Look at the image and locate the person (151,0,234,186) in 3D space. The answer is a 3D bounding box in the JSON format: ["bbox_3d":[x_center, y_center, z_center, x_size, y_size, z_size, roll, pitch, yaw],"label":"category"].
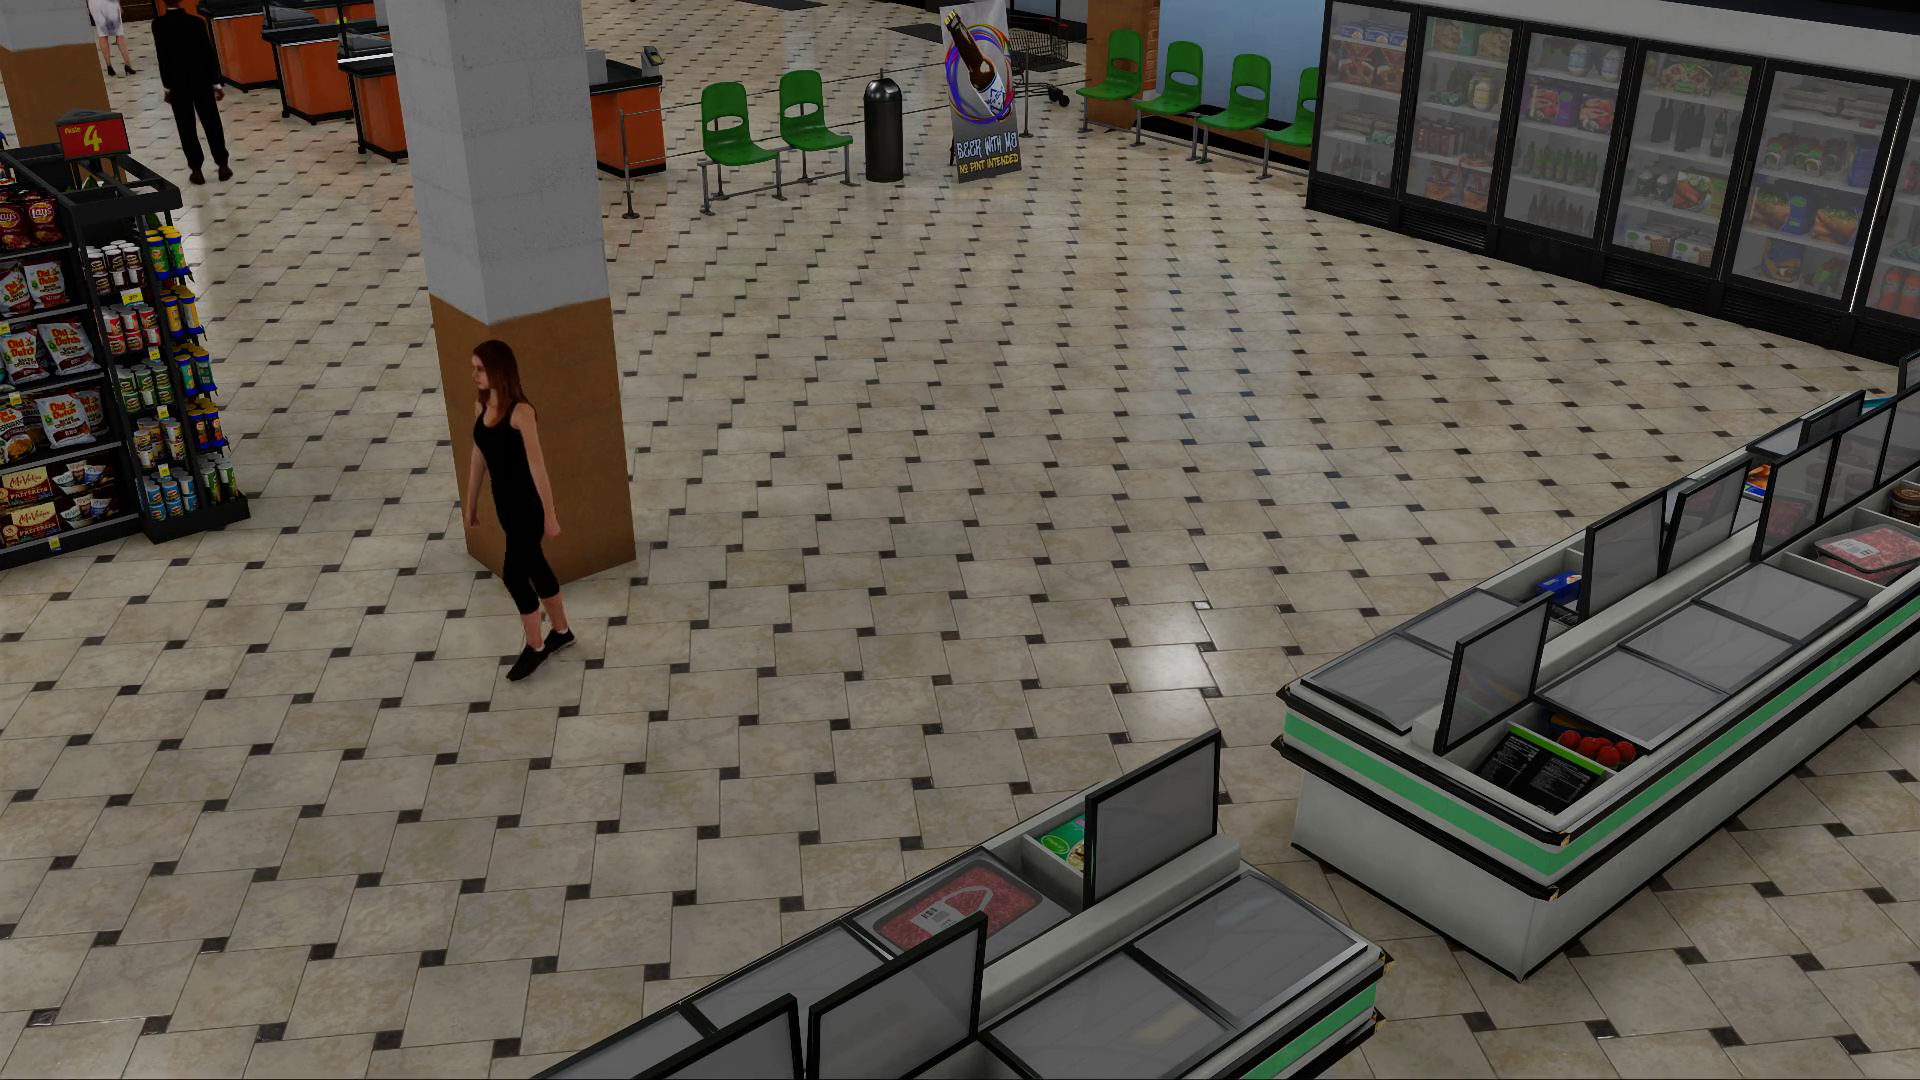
[{"bbox_3d":[-7.603,-4.500,16.423,0.618,1.904,0.816,-13,30,-25],"label":"person"}]

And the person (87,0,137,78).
[{"bbox_3d":[-10.872,-6.801,21.129,0.587,1.749,0.704,-6,28,-12],"label":"person"}]

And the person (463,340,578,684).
[{"bbox_3d":[-2.063,-0.184,8.123,0.655,1.713,0.744,22,34,36],"label":"person"}]
